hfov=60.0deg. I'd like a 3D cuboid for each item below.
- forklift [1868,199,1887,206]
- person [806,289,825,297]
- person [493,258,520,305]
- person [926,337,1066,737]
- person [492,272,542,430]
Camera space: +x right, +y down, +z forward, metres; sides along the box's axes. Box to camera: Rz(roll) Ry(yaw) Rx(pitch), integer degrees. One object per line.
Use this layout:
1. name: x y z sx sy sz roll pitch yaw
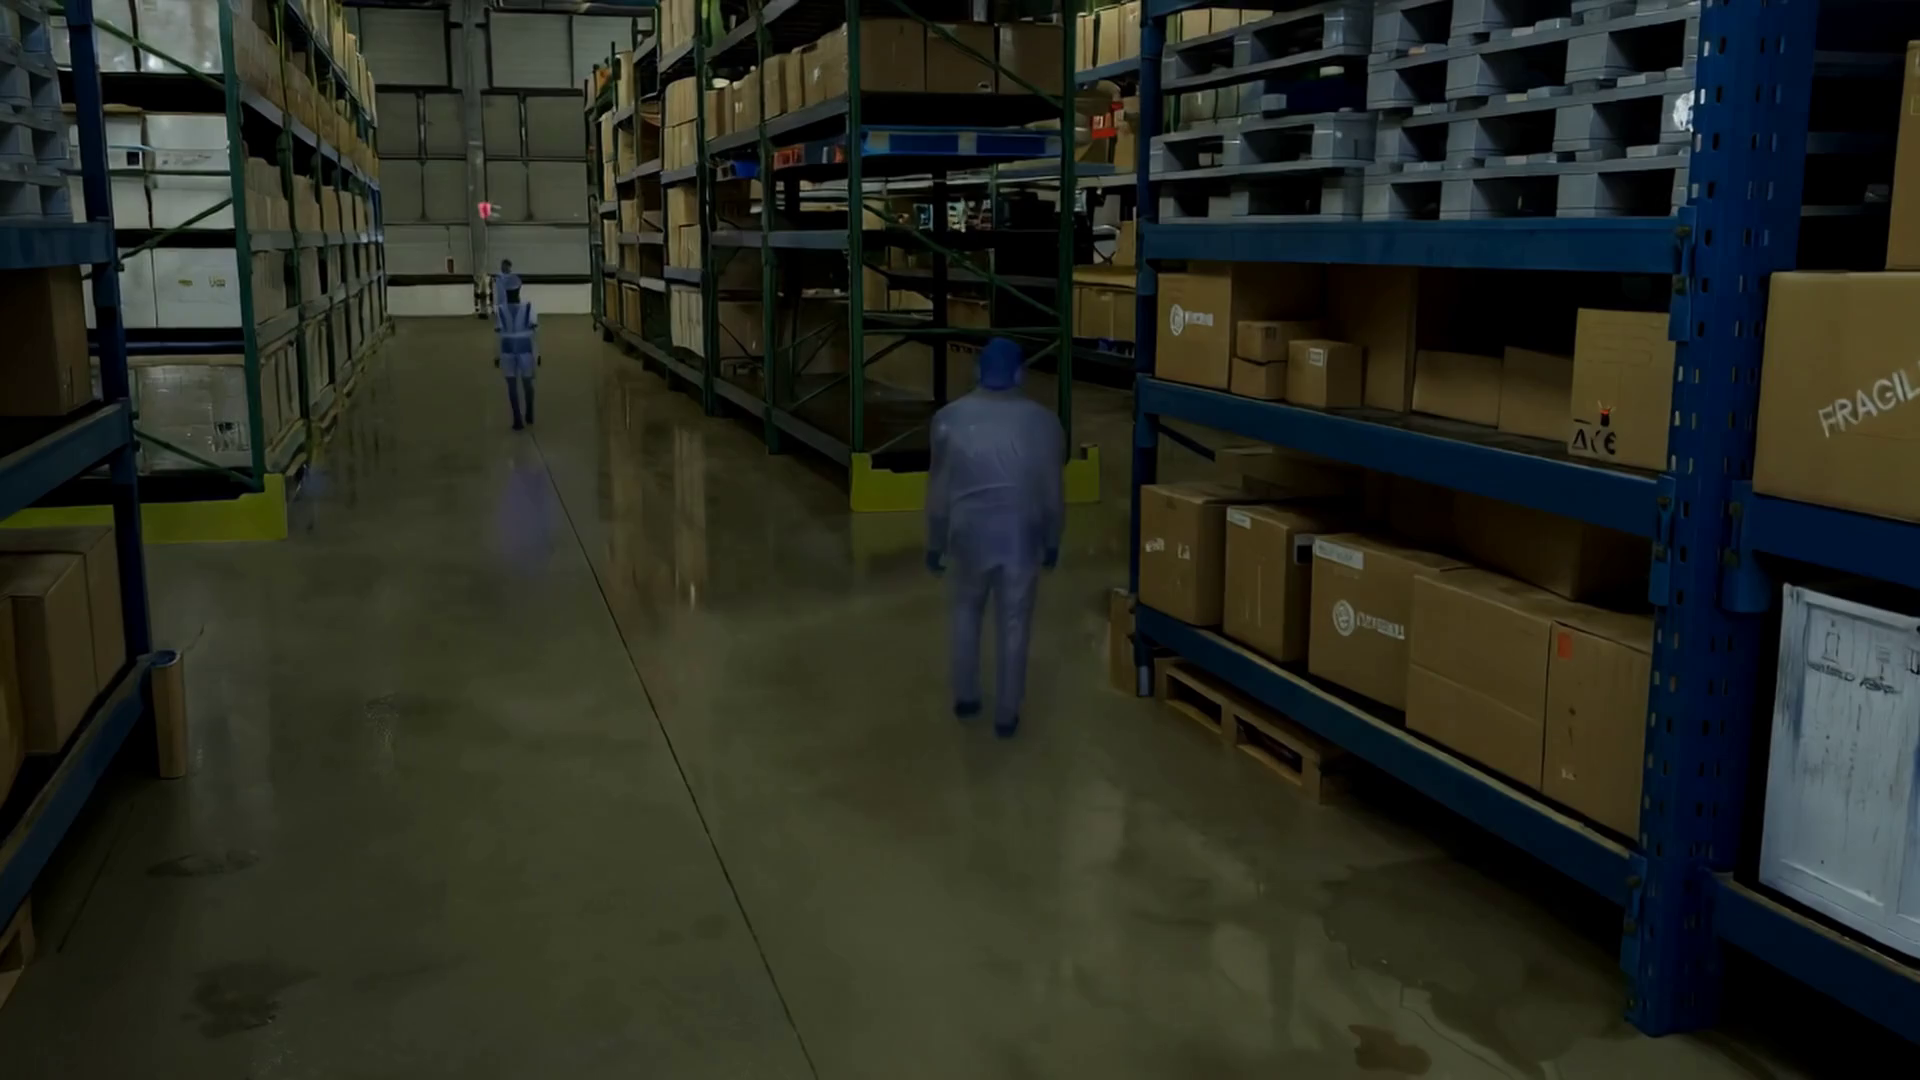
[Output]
1. forklift: 11.338 -2.915 21.052 1.129 2.768 1.873 -3 11 -17
2. person: -3.582 -6.035 41.363 0.488 1.713 0.797 1 10 5
3. person: -9.396 -4.901 34.603 0.543 1.915 0.859 -6 12 -29
4. person: 0.167 -0.027 7.954 0.669 1.879 0.641 -1 10 -3
5. person: -5.405 -2.293 20.263 0.579 1.916 0.425 0 10 -3
